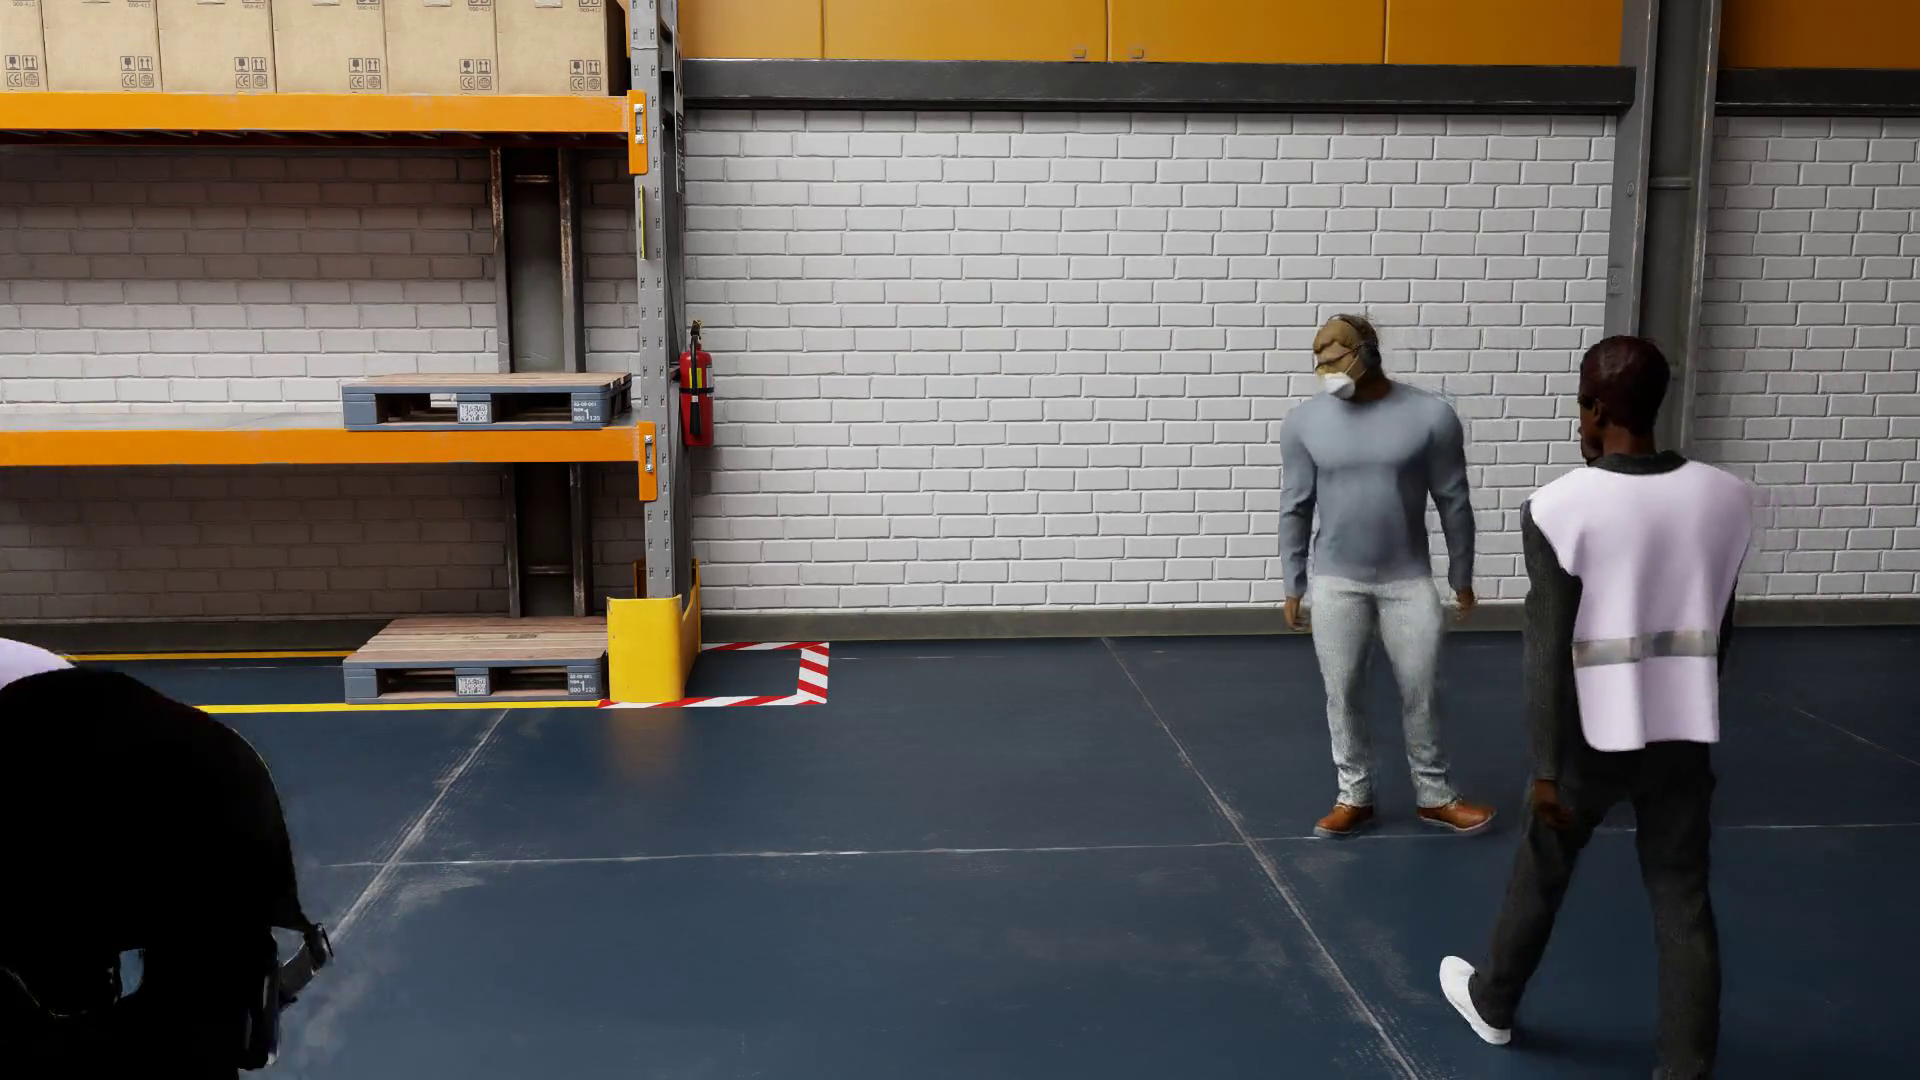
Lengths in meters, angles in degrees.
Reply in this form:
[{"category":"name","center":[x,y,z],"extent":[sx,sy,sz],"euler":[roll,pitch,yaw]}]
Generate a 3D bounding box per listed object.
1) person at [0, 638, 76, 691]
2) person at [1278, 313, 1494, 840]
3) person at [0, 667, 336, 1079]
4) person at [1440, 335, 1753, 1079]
[{"category":"person","center":[-1.200,0.795,1.914],"extent":[0.784,1.867,0.664],"euler":[7,11,37]},{"category":"person","center":[1.507,0.148,5.904],"extent":[0.766,1.893,0.470],"euler":[3,9,16]},{"category":"person","center":[-0.337,0.981,0.974],"extent":[0.713,1.799,0.616],"euler":[3,10,18]},{"category":"person","center":[1.581,0.448,4.078],"extent":[0.615,1.874,0.966],"euler":[-1,9,-9]}]
